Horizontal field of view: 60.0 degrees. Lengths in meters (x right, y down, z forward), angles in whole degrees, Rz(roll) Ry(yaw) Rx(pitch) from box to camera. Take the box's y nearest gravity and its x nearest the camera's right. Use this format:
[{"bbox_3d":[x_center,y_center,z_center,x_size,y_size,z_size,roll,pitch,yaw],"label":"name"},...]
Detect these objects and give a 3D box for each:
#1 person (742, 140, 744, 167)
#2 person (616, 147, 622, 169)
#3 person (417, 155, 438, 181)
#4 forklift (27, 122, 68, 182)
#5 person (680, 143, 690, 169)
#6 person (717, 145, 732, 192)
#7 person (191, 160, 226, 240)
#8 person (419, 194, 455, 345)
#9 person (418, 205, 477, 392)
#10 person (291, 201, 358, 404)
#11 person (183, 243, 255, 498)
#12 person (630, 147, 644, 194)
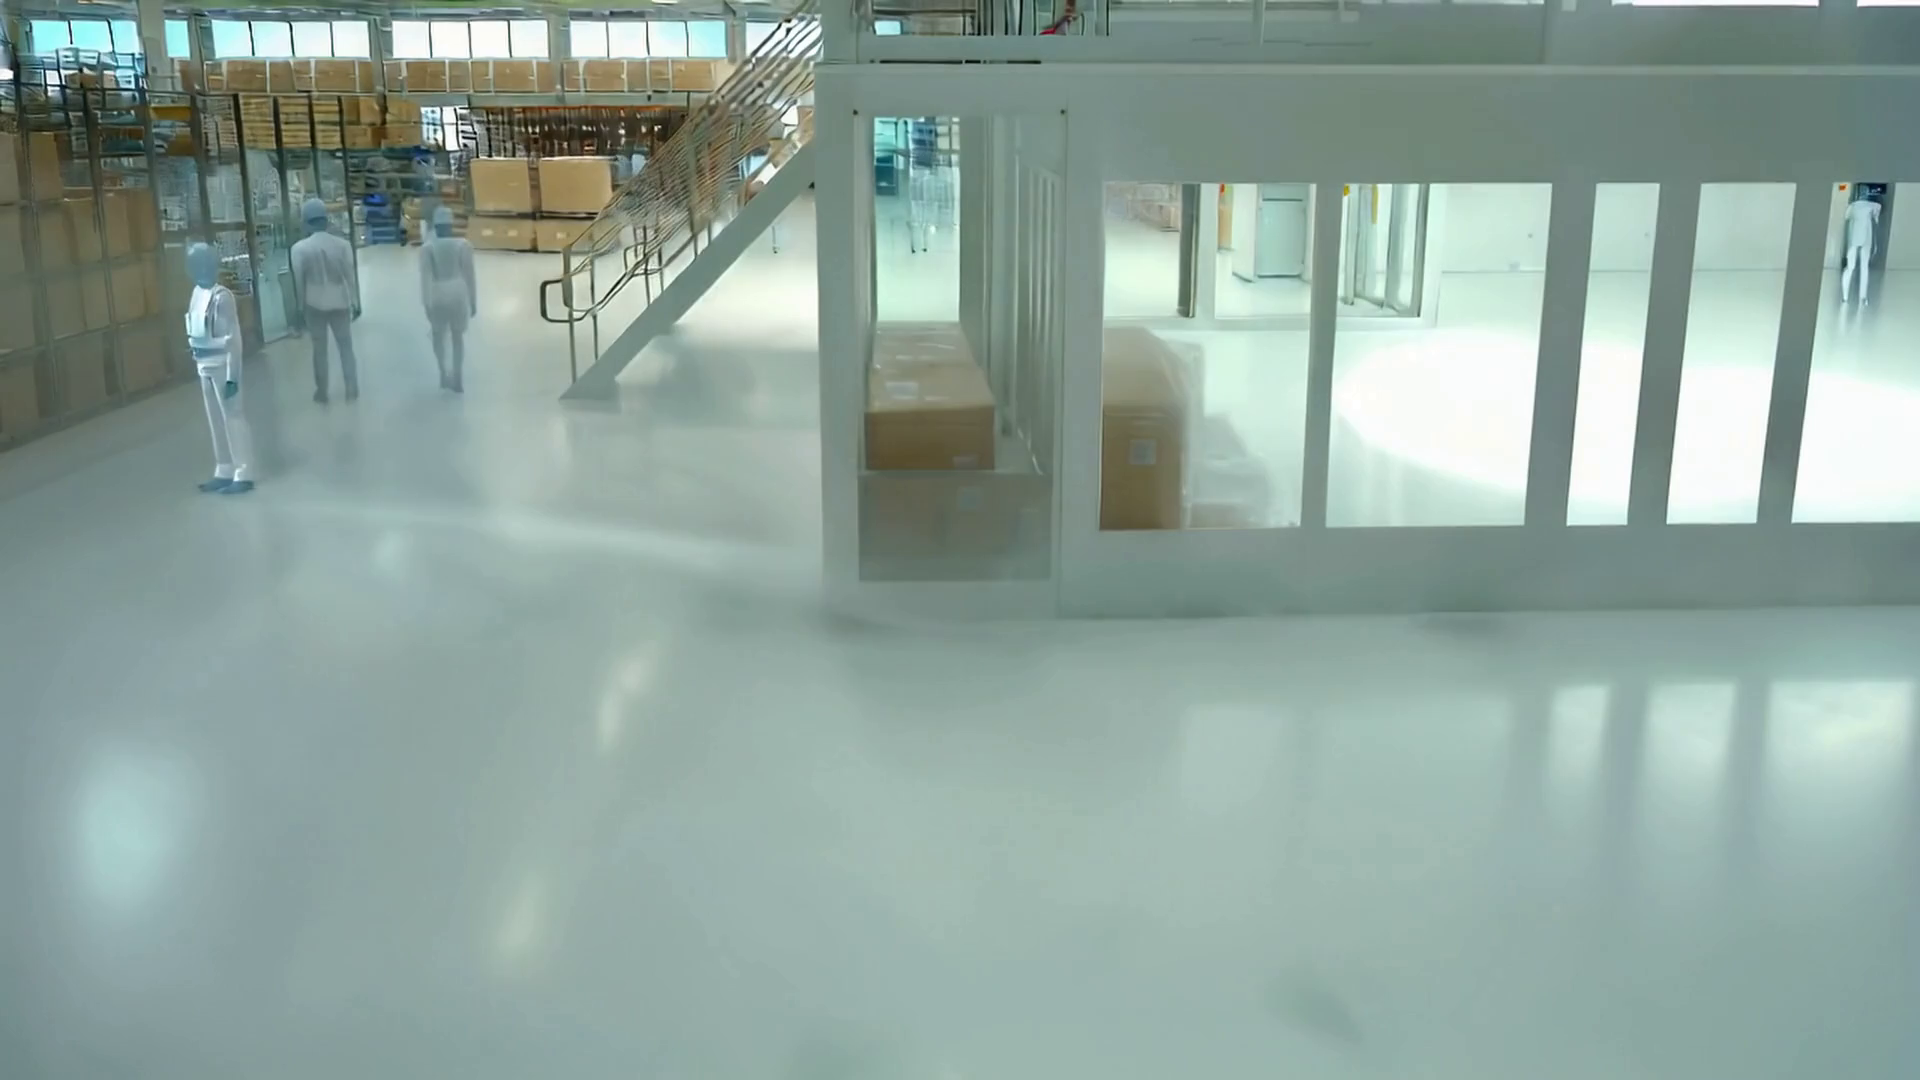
[{"bbox_3d":[-11.262,-20.055,87.323,0.630,1.970,0.451,1,14,6],"label":"person"},{"bbox_3d":[-15.137,-16.469,73.468,0.746,1.744,0.530,0,14,1],"label":"person"},{"bbox_3d":[-16.652,-11.103,51.928,0.609,1.778,0.943,-1,14,-3],"label":"person"},{"bbox_3d":[-35.376,-14.773,64.377,1.129,2.768,1.873,-1,14,-2],"label":"forklift"},{"bbox_3d":[-13.867,-19.220,84.275,0.603,1.830,0.404,-5,15,-20],"label":"person"},{"bbox_3d":[-8.241,-12.893,58.567,0.395,2.038,0.615,13,19,42],"label":"person"},{"bbox_3d":[-18.173,-8.146,39.891,0.555,1.908,0.944,10,17,34],"label":"person"},{"bbox_3d":[-6.582,-3.440,21.100,0.626,1.884,0.702,9,17,32],"label":"person"},{"bbox_3d":[-5.288,-2.488,17.220,0.553,1.922,0.399,-5,15,-19],"label":"person"},{"bbox_3d":[-6.294,-2.350,16.518,0.612,1.997,0.375,-10,17,-36],"label":"person"},{"bbox_3d":[-5.532,-1.257,12.376,0.572,1.886,0.355,13,19,41],"label":"person"},{"bbox_3d":[-12.123,-13.754,62.324,0.404,1.895,0.662,7,16,26],"label":"person"}]
